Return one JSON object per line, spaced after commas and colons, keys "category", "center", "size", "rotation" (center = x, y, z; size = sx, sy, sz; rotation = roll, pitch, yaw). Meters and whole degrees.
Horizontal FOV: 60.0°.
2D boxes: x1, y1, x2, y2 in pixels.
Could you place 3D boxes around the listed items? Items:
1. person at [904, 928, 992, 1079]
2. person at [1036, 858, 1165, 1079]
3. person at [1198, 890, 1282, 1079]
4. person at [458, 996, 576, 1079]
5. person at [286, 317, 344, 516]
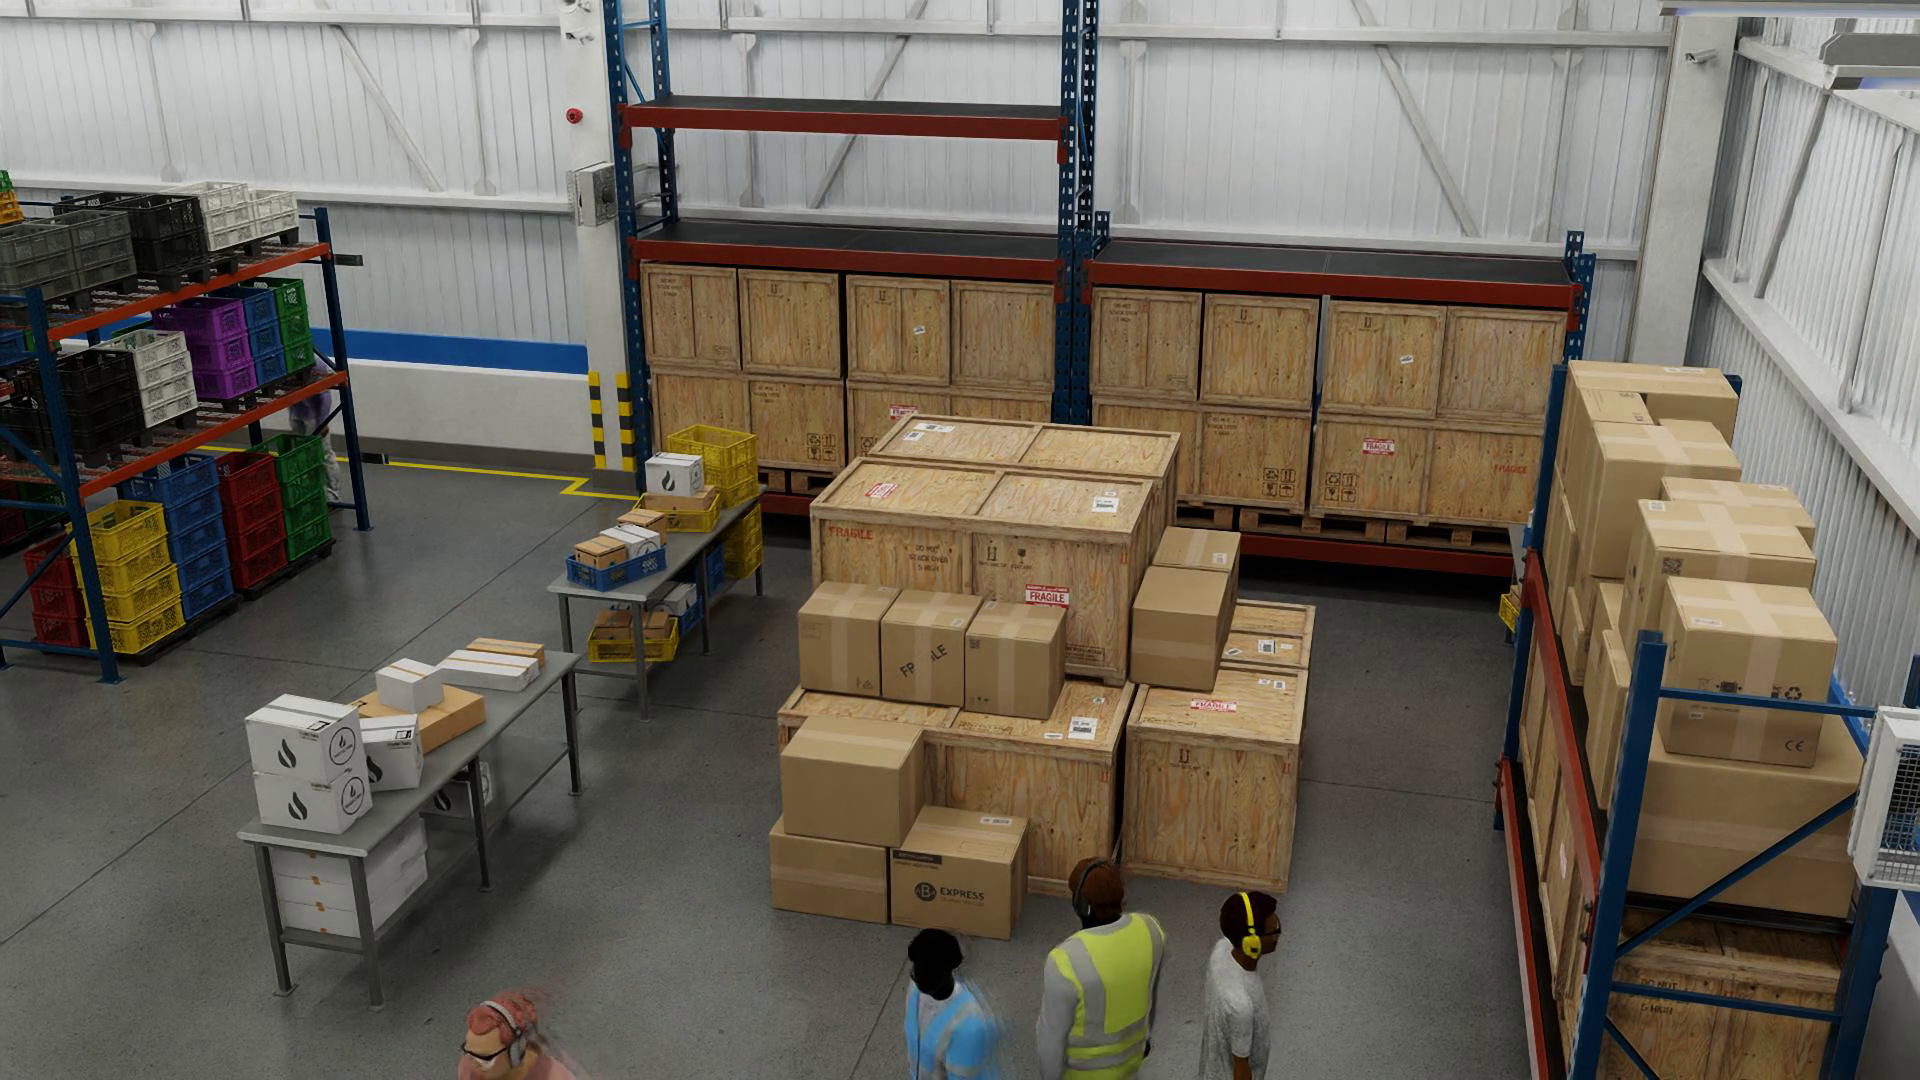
{"category": "person", "center": [-0.043, 2.329, 6.993], "size": [0.839, 1.645, 0.525], "rotation": [-15, 26, -34]}
{"category": "person", "center": [0.580, 2.198, 7.114], "size": [0.657, 1.817, 0.430], "rotation": [-17, 27, -37]}
{"category": "person", "center": [1.150, 2.263, 6.859], "size": [0.328, 1.876, 0.514], "rotation": [-1, 21, -3]}
{"category": "person", "center": [-1.568, 2.478, 6.315], "size": [0.651, 1.871, 0.918], "rotation": [11, 24, 27]}
{"category": "person", "center": [-6.172, -1.178, 15.773], "size": [0.629, 1.939, 0.372], "rotation": [16, 26, 36]}
